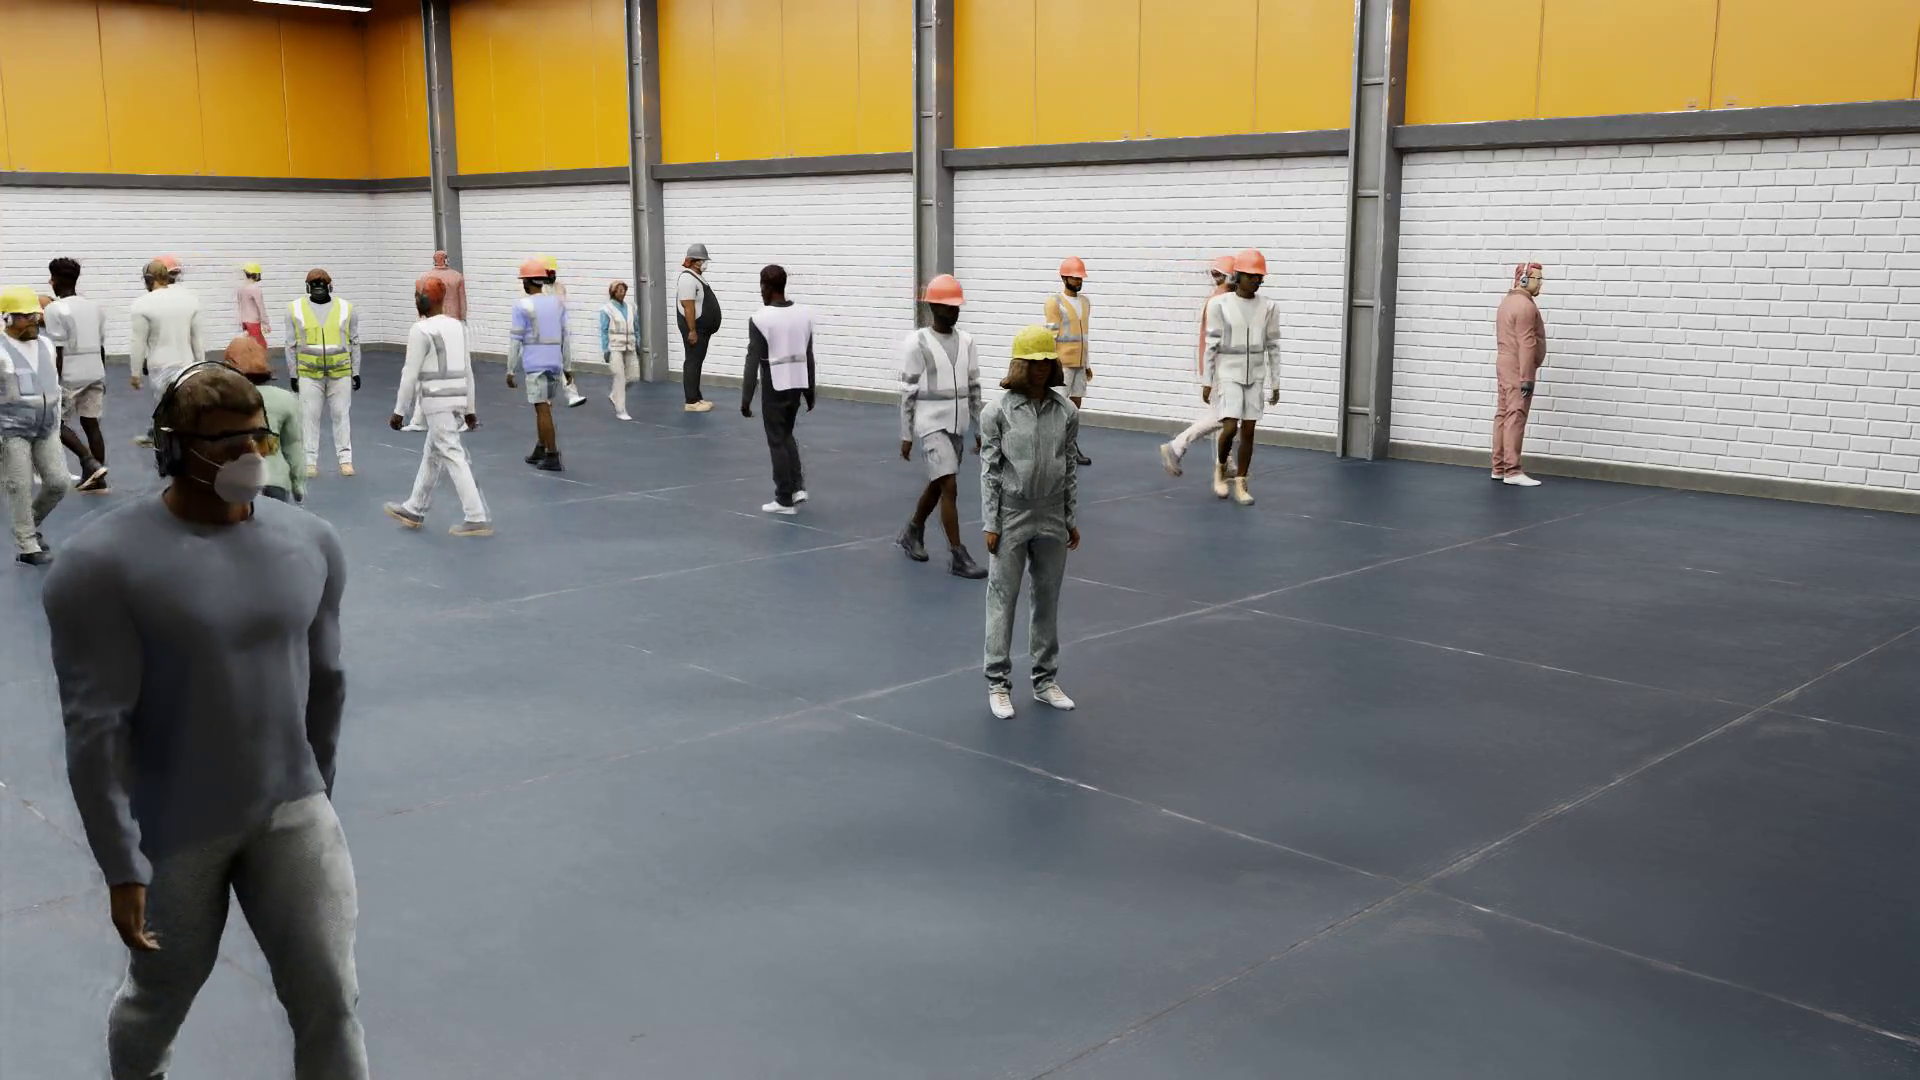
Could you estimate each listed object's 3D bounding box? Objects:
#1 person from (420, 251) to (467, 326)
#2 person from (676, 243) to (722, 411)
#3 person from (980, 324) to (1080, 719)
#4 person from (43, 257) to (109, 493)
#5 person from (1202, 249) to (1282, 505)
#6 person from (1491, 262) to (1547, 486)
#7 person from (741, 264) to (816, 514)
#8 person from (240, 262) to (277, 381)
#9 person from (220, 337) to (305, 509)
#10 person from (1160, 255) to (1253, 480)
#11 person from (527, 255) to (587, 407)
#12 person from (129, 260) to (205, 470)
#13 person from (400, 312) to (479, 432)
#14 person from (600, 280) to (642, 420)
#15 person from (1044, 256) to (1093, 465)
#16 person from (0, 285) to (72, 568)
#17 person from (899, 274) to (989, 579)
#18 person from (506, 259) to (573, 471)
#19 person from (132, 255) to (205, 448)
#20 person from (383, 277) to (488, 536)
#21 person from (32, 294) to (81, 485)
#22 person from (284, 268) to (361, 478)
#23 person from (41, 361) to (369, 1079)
[{"bbox_3d":[-7.544,-3.264,24.322,0.652,1.902,0.402,-4,11,-22],"label":"person"},{"bbox_3d":[-3.179,-2.601,20.326,0.535,2.000,0.687,0,10,-1],"label":"person"},{"bbox_3d":[0.320,-0.083,7.411,0.486,1.744,0.294,-5,12,-26],"label":"person"},{"bbox_3d":[-7.256,-1.335,13.655,0.426,1.953,0.618,3,11,14],"label":"person"},{"bbox_3d":[2.236,-1.276,13.141,0.635,2.023,0.435,-2,11,-12],"label":"person"},{"bbox_3d":[4.816,-1.424,14.286,0.400,1.905,0.643,0,10,2],"label":"person"},{"bbox_3d":[-1.395,-1.144,12.730,0.487,1.906,0.631,9,14,41],"label":"person"},{"bbox_3d":[-10.113,-3.130,24.022,0.546,1.742,0.683,10,14,43],"label":"person"},{"bbox_3d":[-3.802,-0.279,8.881,0.852,1.586,0.519,8,13,37],"label":"person"},{"bbox_3d":[2.169,-1.474,14.396,0.727,1.968,0.614,0,10,-1],"label":"person"},{"bbox_3d":[-5.025,-2.569,20.576,0.965,1.875,0.608,9,14,41],"label":"person"},{"bbox_3d":[-7.092,-1.510,14.745,0.851,1.905,0.635,5,11,25],"label":"person"},{"bbox_3d":[-5.656,-1.955,18.011,0.845,1.600,0.516,-2,11,-11],"label":"person"},{"bbox_3d":[-3.958,-2.205,19.305,0.454,1.620,0.524,9,14,41],"label":"person"},{"bbox_3d":[1.031,-1.639,15.363,0.553,1.935,0.364,-10,14,-43],"label":"person"},{"bbox_3d":[-6.014,-0.719,10.682,0.452,1.821,0.607,4,11,22],"label":"person"},{"bbox_3d":[-0.135,-0.744,10.610,0.557,1.899,0.971,-8,13,-38],"label":"person"},{"bbox_3d":[-3.899,-1.591,15.157,0.750,1.911,0.578,8,13,37],"label":"person"},{"bbox_3d":[-7.823,-1.852,16.523,1.020,1.941,0.638,1,10,7],"label":"person"},{"bbox_3d":[-3.788,-0.946,11.863,0.957,1.832,0.583,3,11,14],"label":"person"},{"bbox_3d":[-7.838,-1.292,14.305,0.268,1.630,0.507,2,11,12],"label":"person"},{"bbox_3d":[-5.624,-1.475,14.734,0.624,1.844,0.430,-4,11,-23],"label":"person"},{"bbox_3d":[-1.554,0.569,3.477,1.022,1.896,0.635,9,14,41],"label":"person"}]
